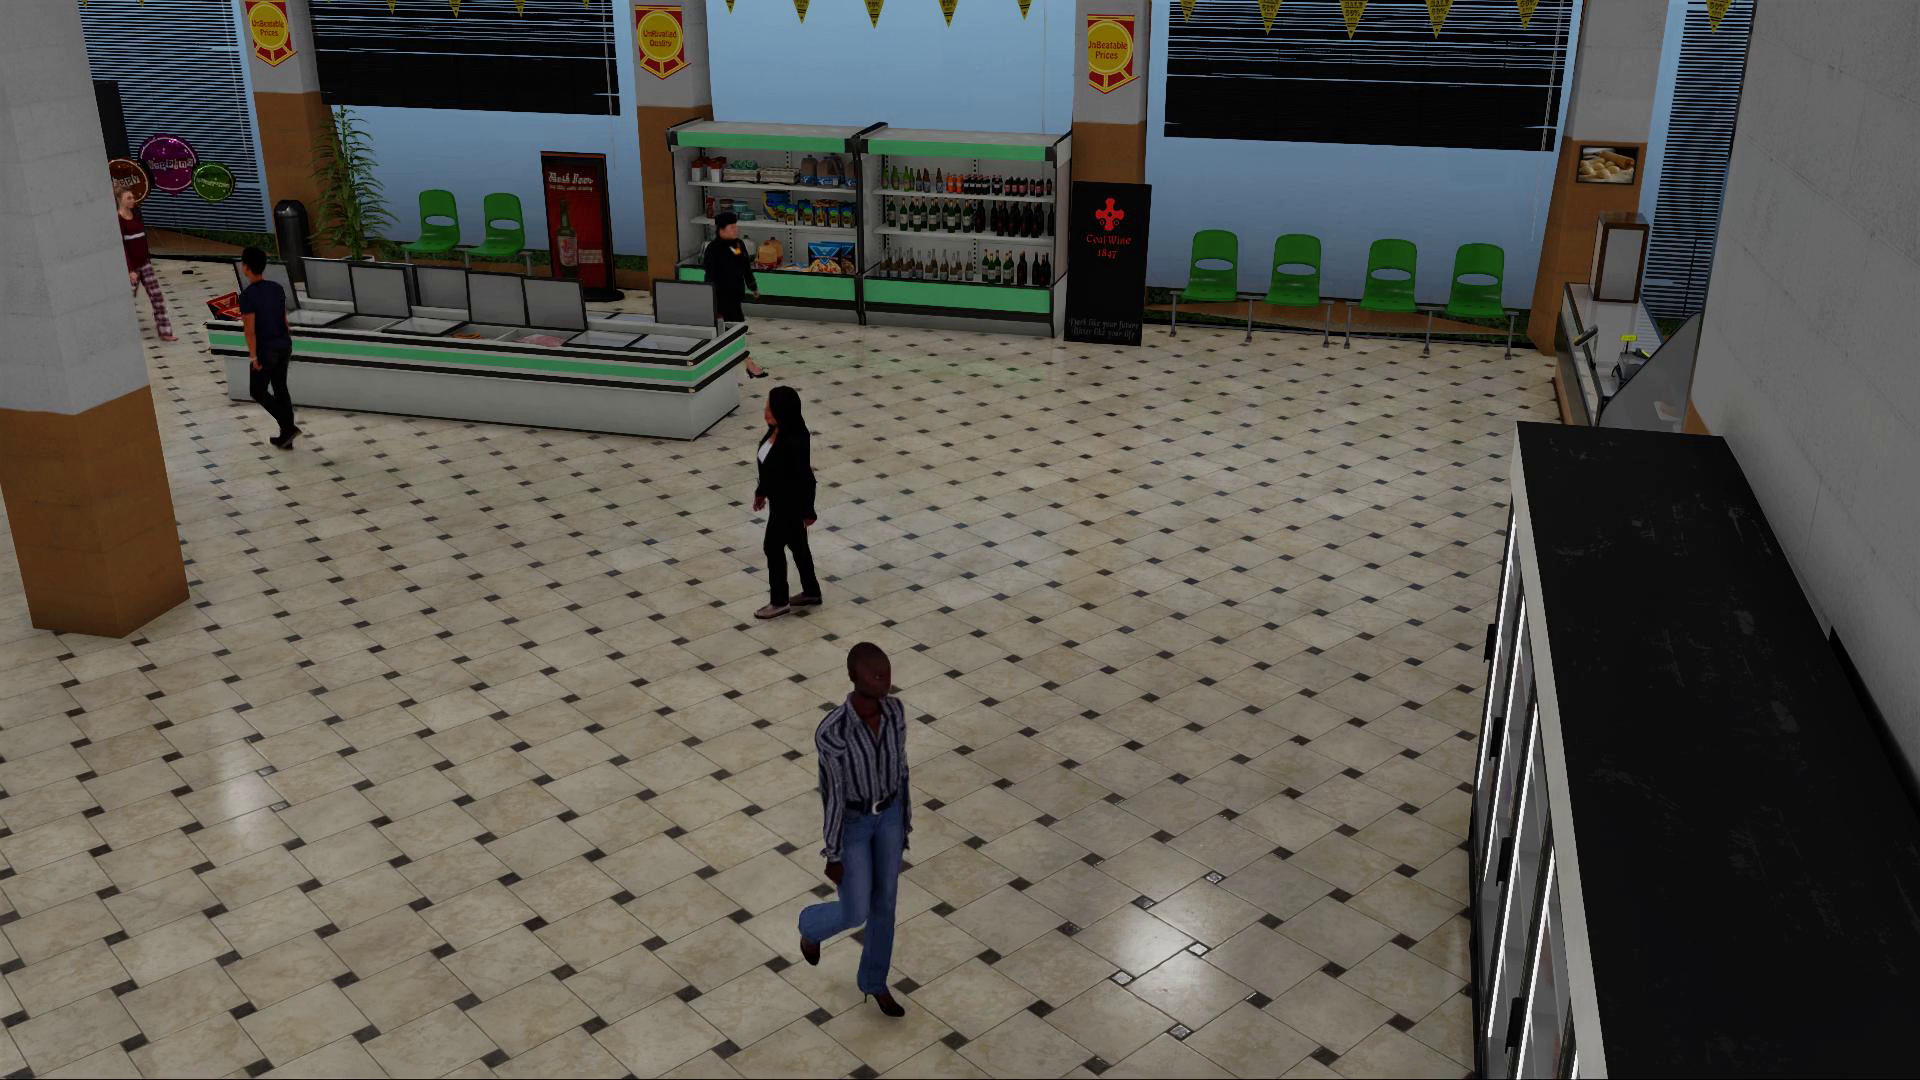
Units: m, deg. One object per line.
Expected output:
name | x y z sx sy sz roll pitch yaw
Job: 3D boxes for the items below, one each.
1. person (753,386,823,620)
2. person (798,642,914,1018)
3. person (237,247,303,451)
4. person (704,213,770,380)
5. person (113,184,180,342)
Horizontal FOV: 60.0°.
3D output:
person | -1.071 -0.273 11.196 0.916 1.597 0.849 -8 23 -20
person | -0.479 1.245 7.178 0.855 1.777 0.947 -20 29 -40
person | -5.859 -1.607 14.273 0.822 1.778 0.744 12 25 27
person | -2.359 -2.386 16.419 1.151 1.625 0.870 12 25 26
person | -8.840 -2.900 17.650 1.057 1.659 0.624 7 23 16
